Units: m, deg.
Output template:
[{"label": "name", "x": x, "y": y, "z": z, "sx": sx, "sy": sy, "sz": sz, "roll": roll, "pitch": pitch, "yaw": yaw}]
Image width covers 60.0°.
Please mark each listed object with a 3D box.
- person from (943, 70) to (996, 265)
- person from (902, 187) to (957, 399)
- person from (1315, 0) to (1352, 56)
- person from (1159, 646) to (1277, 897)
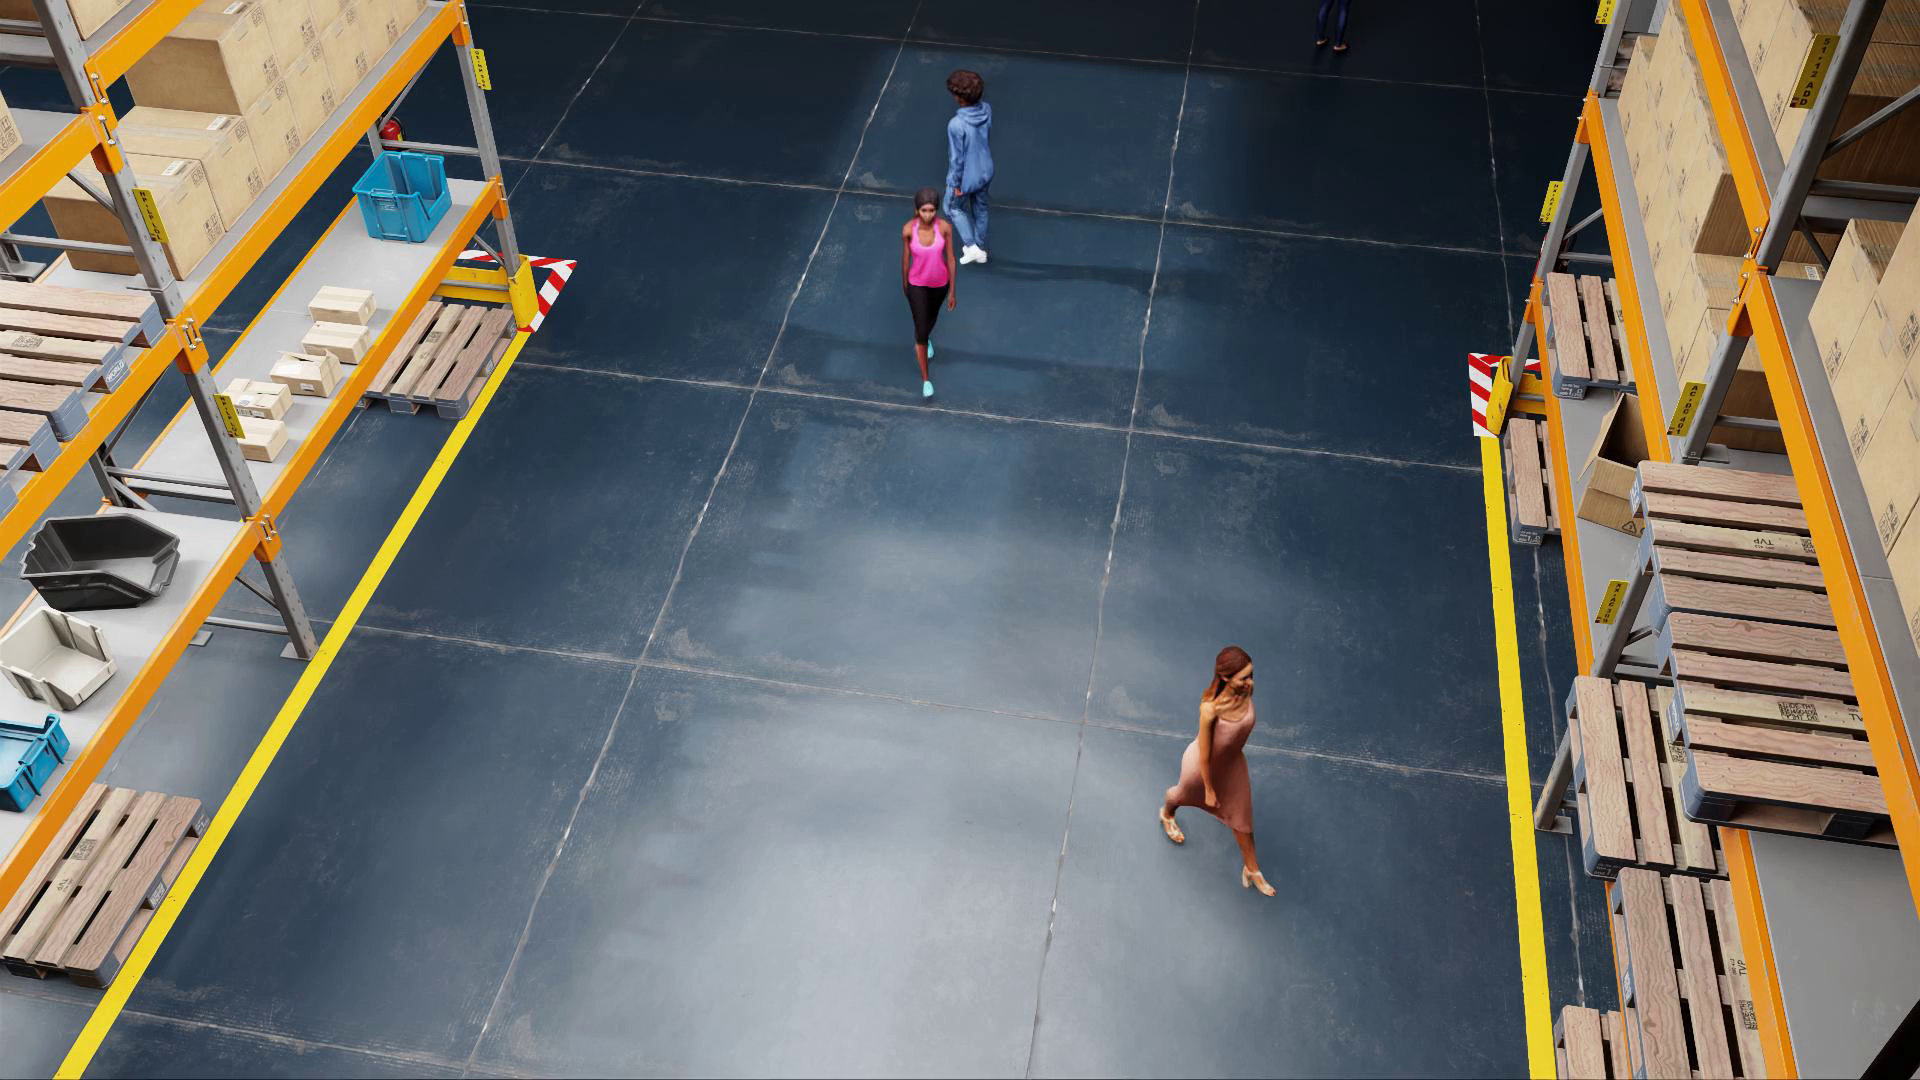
[{"label": "person", "x": 0.146, "y": -3.061, "z": 13.943, "sx": 0.800, "sy": 1.790, "sz": 0.875, "roll": -30, "pitch": 51, "yaw": -28}, {"label": "person", "x": -0.244, "y": -2.028, "z": 12.950, "sx": 0.791, "sy": 1.664, "sz": 1.176, "roll": -5, "pitch": 44, "yaw": -5}, {"label": "person", "x": 3.850, "y": -5.767, "z": 16.835, "sx": 0.663, "sy": 1.719, "sz": 0.691, "roll": 33, "pitch": 53, "yaw": 30}, {"label": "person", "x": 1.368, "y": 1.219, "z": 9.454, "sx": 1.068, "sy": 1.785, "sz": 1.130, "roll": -26, "pitch": 49, "yaw": -25}]
